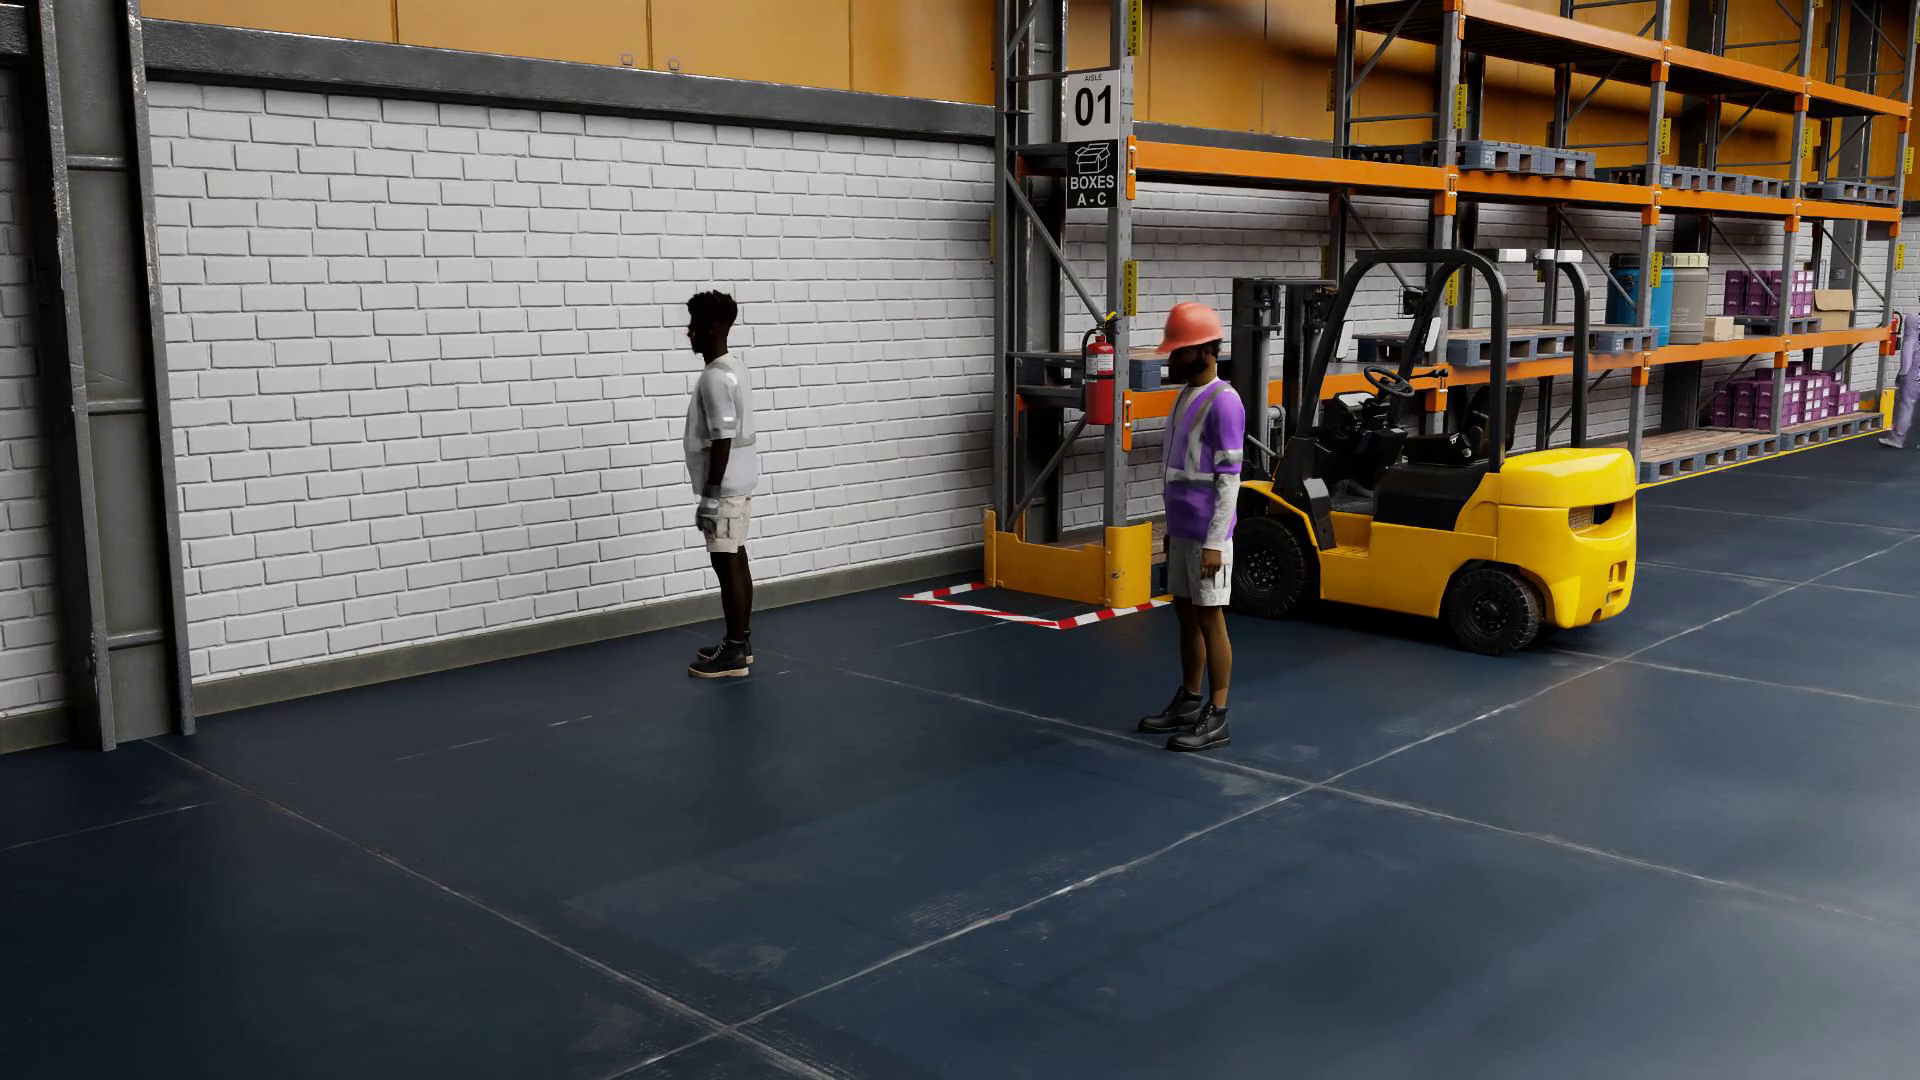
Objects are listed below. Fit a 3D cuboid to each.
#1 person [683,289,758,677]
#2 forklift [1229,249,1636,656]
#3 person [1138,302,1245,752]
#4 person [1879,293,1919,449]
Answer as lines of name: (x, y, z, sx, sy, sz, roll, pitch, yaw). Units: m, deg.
person: (-1.221, -0.285, 8.482, 0.368, 1.967, 0.600, 0, 9, 3)
forklift: (2.710, -0.584, 9.626, 2.313, 2.155, 1.214, 9, 13, 43)
person: (1.006, -0.055, 7.186, 0.364, 1.933, 0.543, -3, 10, -16)
person: (10.985, -1.969, 19.057, 0.703, 1.902, 0.550, -1, 9, -7)
